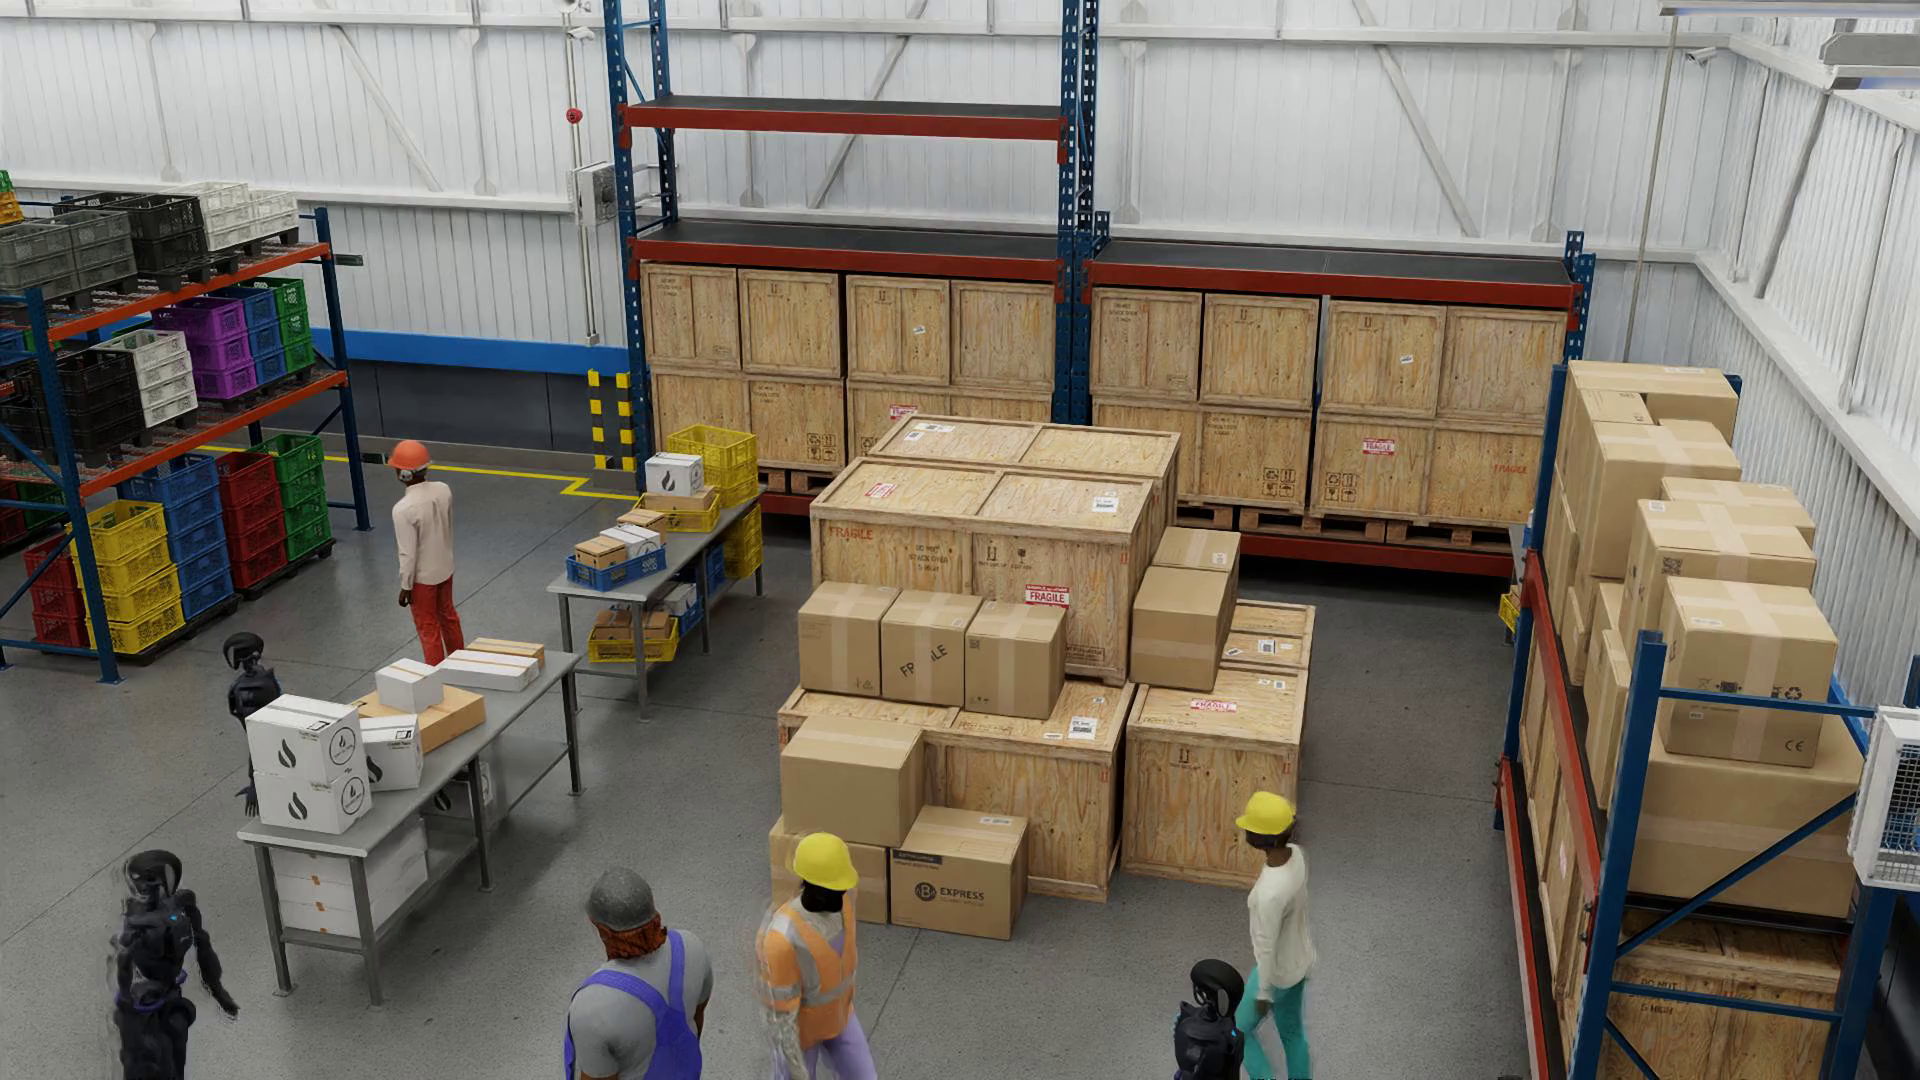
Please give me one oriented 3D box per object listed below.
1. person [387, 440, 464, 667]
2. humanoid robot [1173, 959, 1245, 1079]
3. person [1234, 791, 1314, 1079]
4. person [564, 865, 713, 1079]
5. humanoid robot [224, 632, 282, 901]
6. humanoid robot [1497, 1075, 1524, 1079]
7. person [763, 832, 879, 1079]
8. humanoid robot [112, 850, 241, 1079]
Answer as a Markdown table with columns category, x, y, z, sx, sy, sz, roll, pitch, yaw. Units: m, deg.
| category | x | y | z | sx | sy | sz | roll | pitch | yaw |
| --- | --- | --- | --- | --- | --- | --- | --- | --- | --- |
| person | -3.857 | 0.233 | 12.019 | 0.376 | 1.997 | 0.610 | 6 | 22 | 15 |
| humanoid robot | 0.991 | 2.404 | 6.778 | 0.333 | 1.651 | 0.582 | 9 | 23 | 23 |
| person | 1.469 | 1.984 | 7.799 | 0.461 | 1.735 | 0.532 | 10 | 23 | 24 |
| person | -1.341 | 2.217 | 6.766 | 0.539 | 2.000 | 0.688 | 13 | 24 | 30 |
| humanoid robot | -4.024 | 1.299 | 9.652 | 0.321 | 1.657 | 0.595 | -6 | 22 | -14 |
| humanoid robot | 1.987 | 2.675 | 6.127 | 0.597 | 1.634 | 0.675 | 8 | 22 | 20 |
| person | -0.525 | 2.125 | 7.199 | 0.843 | 1.891 | 0.621 | 14 | 25 | 33 |
| humanoid robot | -3.565 | 2.152 | 7.465 | 0.501 | 1.635 | 0.606 | 1 | 21 | 2 |
